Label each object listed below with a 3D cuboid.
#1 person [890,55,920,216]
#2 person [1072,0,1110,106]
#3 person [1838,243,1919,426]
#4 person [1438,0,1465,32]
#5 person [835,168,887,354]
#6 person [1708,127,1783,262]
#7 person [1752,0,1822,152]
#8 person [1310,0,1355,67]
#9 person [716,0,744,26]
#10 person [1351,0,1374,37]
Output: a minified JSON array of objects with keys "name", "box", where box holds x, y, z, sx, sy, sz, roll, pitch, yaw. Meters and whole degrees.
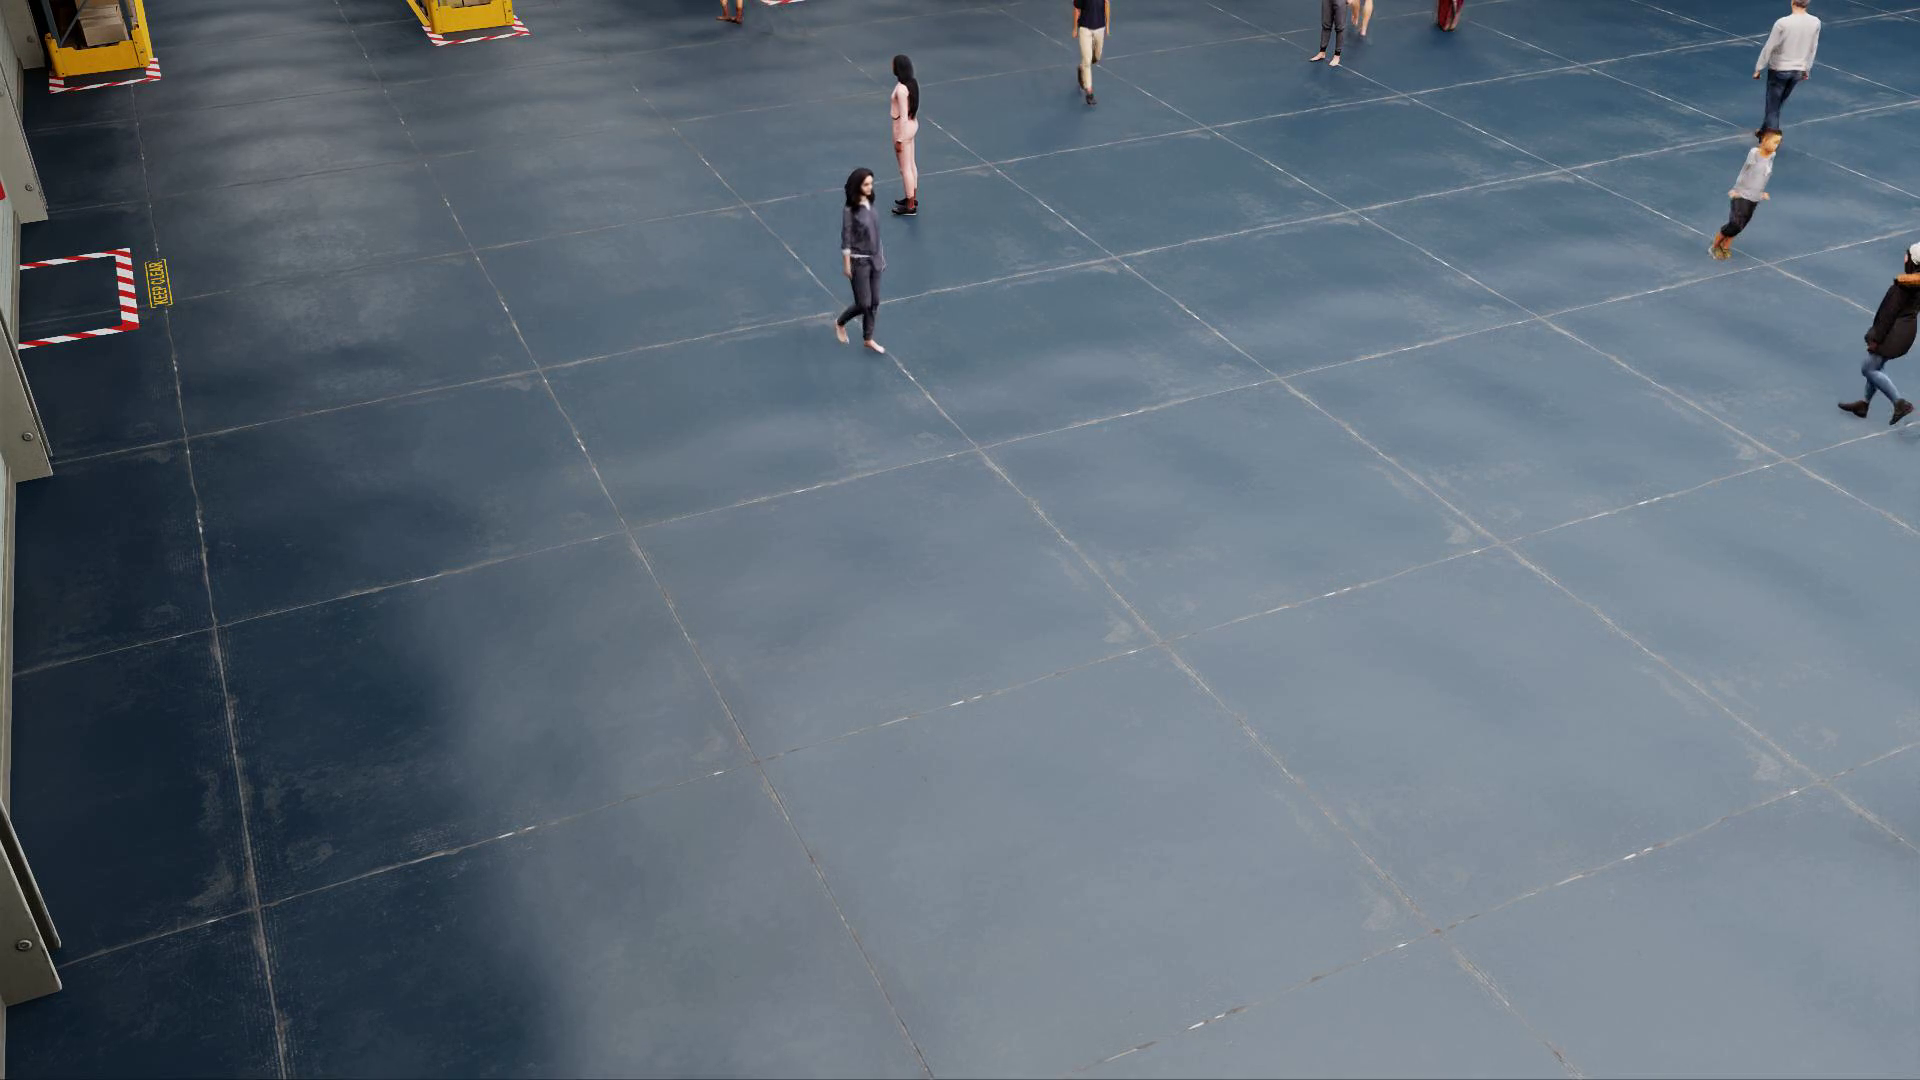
[{"name":"person","box":[-0.589,-4.359,17.861,0.764,1.719,0.660,5,33,8]},{"name":"person","box":[1.627,-6.507,21.059,0.714,1.835,1.071,-10,34,-15]},{"name":"person","box":[7.821,-1.684,13.839,0.777,1.621,0.926,-27,42,-35]},{"name":"person","box":[7.062,-8.121,23.750,0.897,1.606,0.776,-1,33,-2]},{"name":"person","box":[-0.936,-2.533,15.025,0.834,1.751,0.762,21,39,29]},{"name":"person","box":[7.971,-3.567,16.901,0.599,1.440,0.577,-5,33,-8]},{"name":"person","box":[9.615,-5.393,19.291,0.909,1.894,1.011,-4,33,-6]},{"name":"person","box":[5.077,-7.365,22.373,0.635,1.841,0.814,27,42,35]},{"name":"person","box":[-3.238,-8.257,23.871,0.790,1.703,0.736,23,40,31]},{"name":"person","box":[5.735,-8.000,23.394,1.034,1.791,1.246,4,33,6]}]
